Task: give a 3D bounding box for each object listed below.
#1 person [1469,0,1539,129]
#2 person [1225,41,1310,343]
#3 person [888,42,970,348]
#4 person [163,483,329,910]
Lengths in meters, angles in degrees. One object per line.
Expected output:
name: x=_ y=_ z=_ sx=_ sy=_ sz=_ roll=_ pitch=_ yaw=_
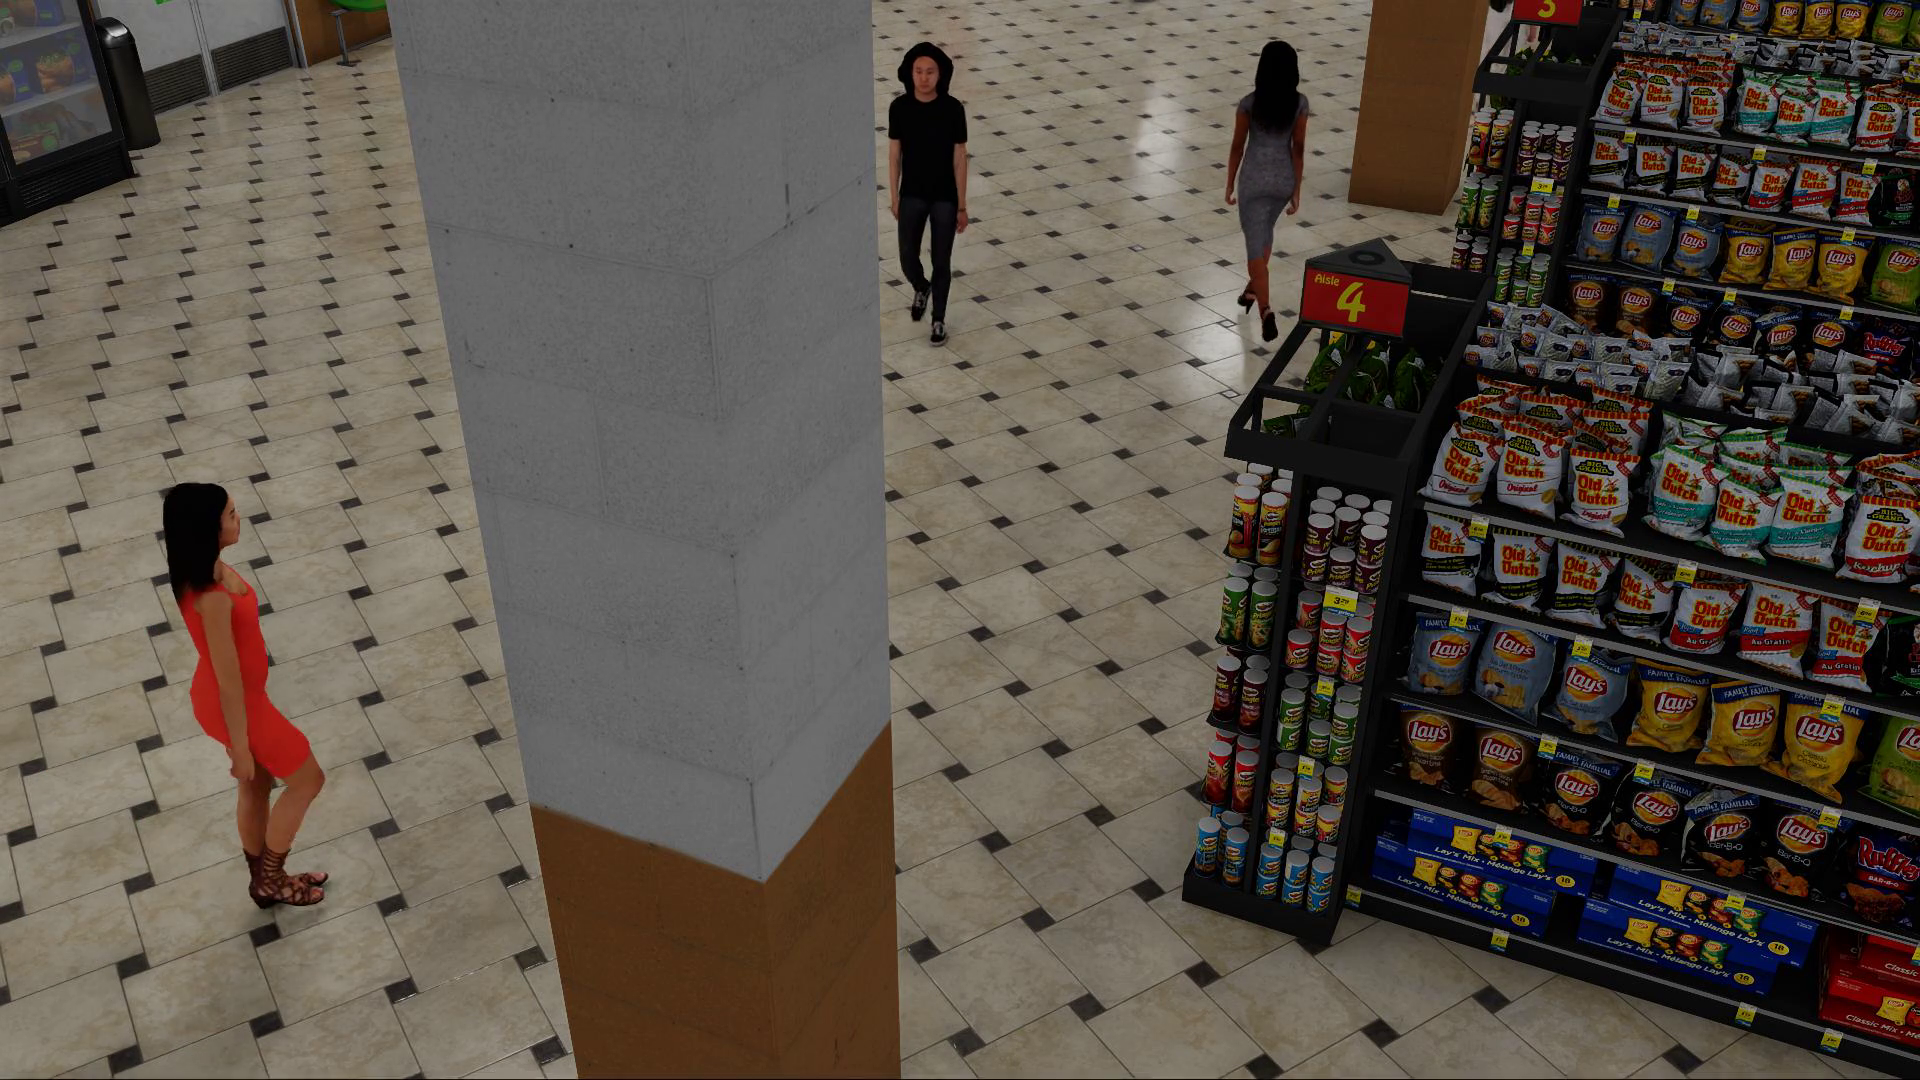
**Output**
person: x=4.457 y=-4.227 z=13.498 sx=0.897 sy=1.679 sz=0.770 roll=9 pitch=33 yaw=15
person: x=1.842 y=-2.018 z=9.887 sx=1.116 sy=1.744 sz=1.016 roll=-3 pitch=32 yaw=-5
person: x=-0.166 y=-2.086 z=9.924 sx=0.750 sy=1.820 sz=0.812 roll=3 pitch=32 yaw=5
person: x=-2.554 y=0.617 z=5.691 sx=0.767 sy=1.704 sz=0.663 roll=-19 pitch=36 yaw=-27
